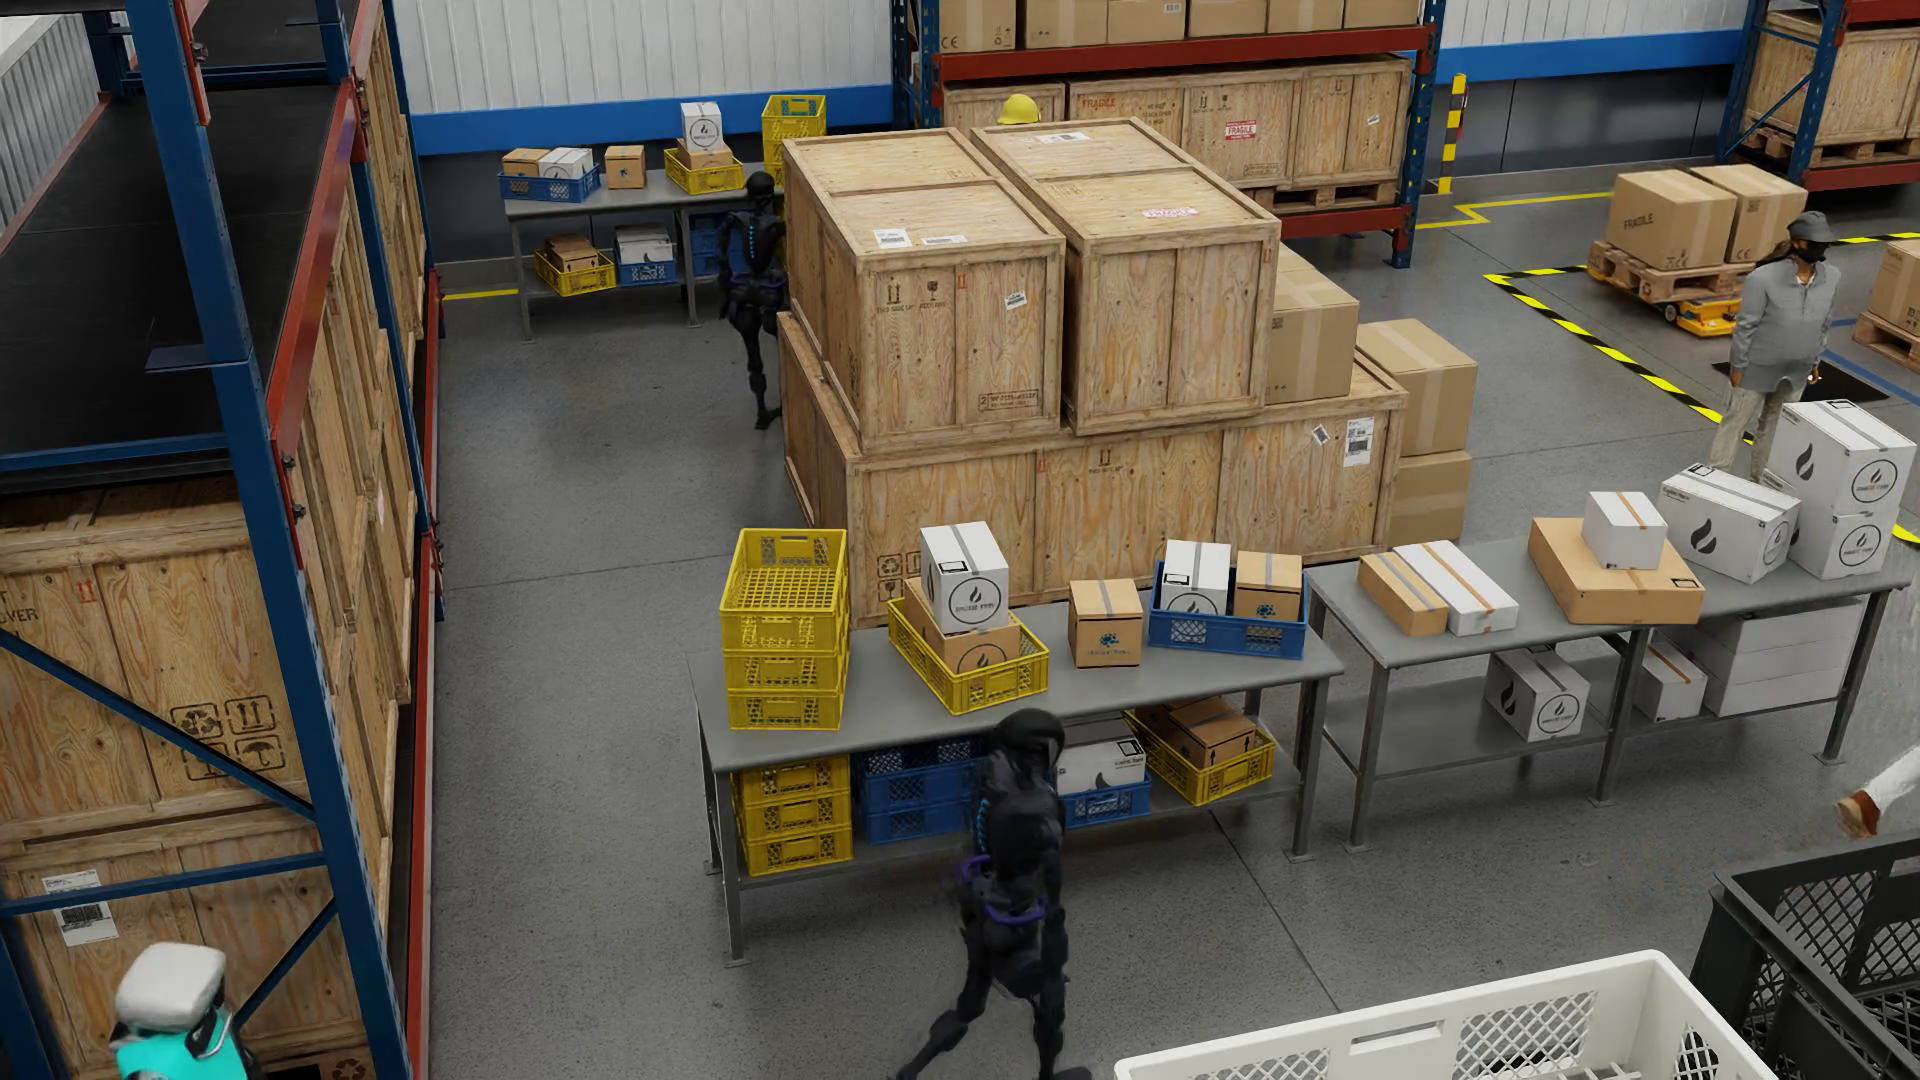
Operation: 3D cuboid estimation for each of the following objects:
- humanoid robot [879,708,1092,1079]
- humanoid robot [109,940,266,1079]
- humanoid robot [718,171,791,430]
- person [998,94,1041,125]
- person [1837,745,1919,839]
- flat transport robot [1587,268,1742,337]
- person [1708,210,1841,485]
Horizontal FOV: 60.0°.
[{"bbox_3d":[0.103,1.264,5.417,0.746,1.646,0.616,-13,31,-22],"label":"humanoid robot"},{"bbox_3d":[-1.677,1.781,4.418,0.742,1.814,0.536,-3,29,-5],"label":"humanoid robot"},{"bbox_3d":[-1.238,-1.486,10.358,0.608,1.653,0.329,7,30,13],"label":"humanoid robot"},{"bbox_3d":[0.393,-2.122,11.346,0.586,1.834,0.404,24,37,37],"label":"person"},{"bbox_3d":[3.973,0.562,6.439,0.668,1.863,0.605,0,29,1],"label":"person"},{"bbox_3d":[5.439,-1.897,12.532,0.652,0.197,1.431,-7,30,-13],"label":"flat transport robot"},{"bbox_3d":[4.575,-0.996,9.368,0.568,1.769,0.397,-4,29,-8],"label":"person"}]
